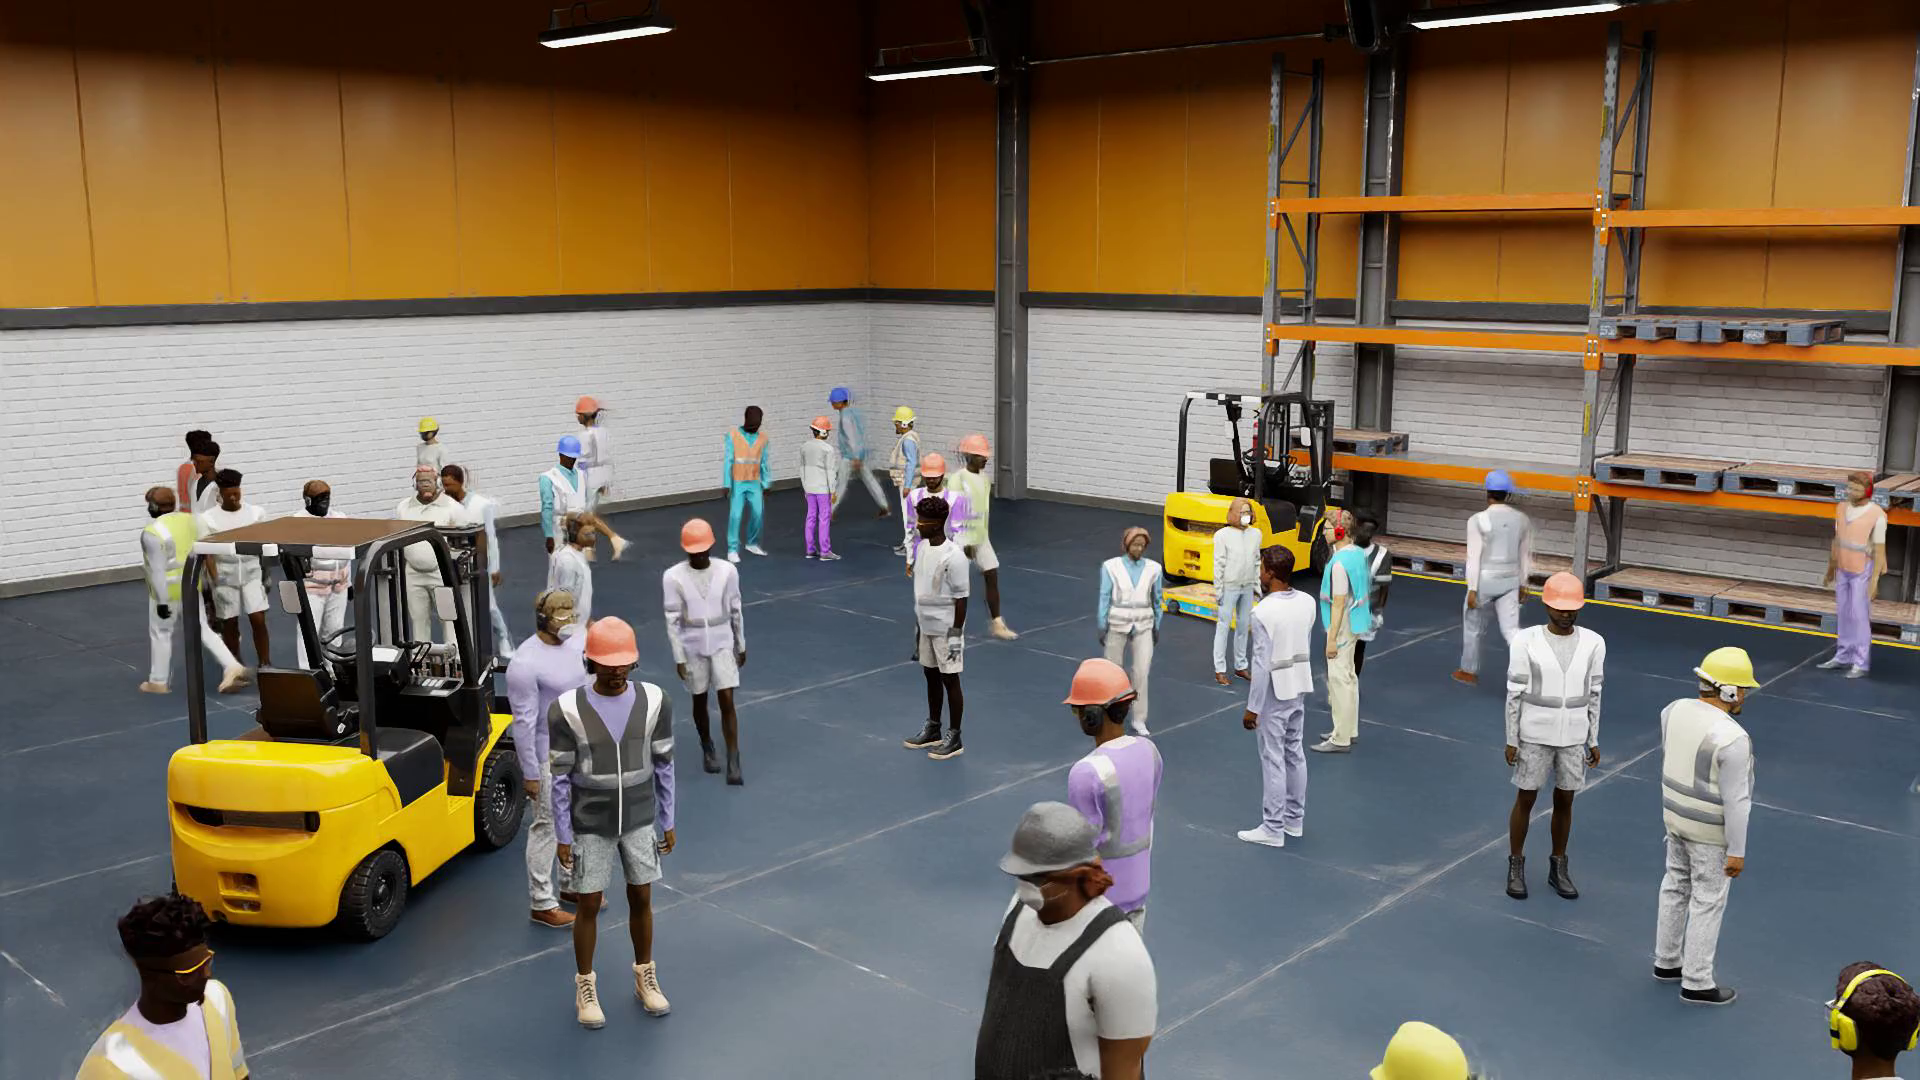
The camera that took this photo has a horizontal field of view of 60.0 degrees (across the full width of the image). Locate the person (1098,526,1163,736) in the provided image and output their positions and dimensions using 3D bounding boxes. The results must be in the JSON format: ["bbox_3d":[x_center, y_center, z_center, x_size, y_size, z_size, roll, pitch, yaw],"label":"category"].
[{"bbox_3d":[1.327,0.682,13.064,0.537,1.613,0.658,-1,10,-6],"label":"person"}]

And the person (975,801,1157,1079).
[{"bbox_3d":[0.305,1.813,5.424,0.542,2.000,0.690,-6,12,-31],"label":"person"}]

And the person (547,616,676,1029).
[{"bbox_3d":[-1.663,1.359,8.048,0.603,2.034,0.417,-5,11,-25],"label":"person"}]

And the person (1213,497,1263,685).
[{"bbox_3d":[2.408,0.436,14.427,0.497,1.632,0.289,-5,11,-27],"label":"person"}]

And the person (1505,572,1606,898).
[{"bbox_3d":[3.434,1.130,9.606,0.550,1.935,0.376,0,10,2],"label":"person"}]

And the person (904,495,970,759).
[{"bbox_3d":[-0.159,0.636,12.339,0.372,1.963,0.608,-6,12,-31],"label":"person"}]

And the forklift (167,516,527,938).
[{"bbox_3d":[-3.583,0.976,9.748,1.214,2.155,2.313,2,10,11],"label":"forklift"}]

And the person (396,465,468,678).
[{"bbox_3d":[-4.596,0.297,14.420,0.651,1.913,0.410,1,10,5],"label":"person"}]

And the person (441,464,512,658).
[{"bbox_3d":[-4.402,0.201,15.120,0.611,1.873,0.723,2,10,13],"label":"person"}]

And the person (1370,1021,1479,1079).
[{"bbox_3d":[1.282,2.136,4.515,0.940,1.710,0.528,7,12,36],"label":"person"}]

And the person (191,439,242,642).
[{"bbox_3d":[-7.128,0.017,15.860,0.607,1.967,0.367,6,12,33],"label":"person"}]

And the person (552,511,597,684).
[{"bbox_3d":[-2.832,0.673,12.552,0.573,1.814,0.529,-2,10,-10],"label":"person"}]

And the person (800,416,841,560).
[{"bbox_3d":[-1.682,-0.634,20.174,0.572,1.747,0.343,9,14,43],"label":"person"}]

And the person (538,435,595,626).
[{"bbox_3d":[-3.871,-0.070,16.438,0.401,1.938,0.602,6,12,32],"label":"person"}]

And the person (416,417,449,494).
[{"bbox_3d":[-6.347,-0.608,20.019,0.526,1.760,0.361,6,12,30],"label":"person"}]

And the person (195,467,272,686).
[{"bbox_3d":[-6.124,0.342,14.133,0.602,1.921,0.766,-7,12,-35],"label":"person"}]

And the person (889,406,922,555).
[{"bbox_3d":[-0.671,-0.730,20.493,0.404,1.830,0.602,0,10,-2],"label":"person"}]

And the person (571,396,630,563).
[{"bbox_3d":[-4.322,-0.697,19.771,0.755,2.025,0.616,2,10,11],"label":"person"}]

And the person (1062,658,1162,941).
[{"bbox_3d":[0.612,1.510,7.183,0.411,2.033,0.613,7,12,36],"label":"person"}]

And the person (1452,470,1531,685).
[{"bbox_3d":[4.570,0.366,14.057,0.613,1.913,0.943,-3,10,-15],"label":"person"}]

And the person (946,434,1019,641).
[{"bbox_3d":[0.097,-0.039,16.108,0.996,2.000,0.621,9,13,41],"label":"person"}]

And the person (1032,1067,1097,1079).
[{"bbox_3d":[0.345,2.187,4.378,0.851,1.663,0.536,6,12,32],"label":"person"}]

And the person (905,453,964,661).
[{"bbox_3d":[-0.239,0.163,15.143,0.545,1.929,0.389,3,10,16],"label":"person"}]

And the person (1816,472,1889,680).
[{"bbox_3d":[7.880,0.307,14.620,0.417,1.823,0.628,-1,10,-7],"label":"person"}]

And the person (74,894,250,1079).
[{"bbox_3d":[-2.343,1.956,4.978,1.001,1.917,0.626,1,10,4],"label":"person"}]

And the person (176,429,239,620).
[{"bbox_3d":[-7.679,-0.153,16.840,0.651,1.962,0.387,9,13,42],"label":"person"}]

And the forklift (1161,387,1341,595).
[{"bbox_3d":[3.298,-0.608,18.767,1.214,2.155,2.313,9,13,42],"label":"forklift"}]

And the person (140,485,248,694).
[{"bbox_3d":[-6.525,0.429,14.021,0.925,1.803,0.634,3,10,17],"label":"person"}]

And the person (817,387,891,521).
[{"bbox_3d":[-1.460,-1.175,22.966,1.090,1.872,0.664,1,10,6],"label":"person"}]

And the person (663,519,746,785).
[{"bbox_3d":[-1.774,0.787,11.681,0.569,1.891,0.897,-3,10,-14],"label":"person"}]

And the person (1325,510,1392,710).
[{"bbox_3d":[3.232,0.564,13.583,0.548,1.659,0.698,3,10,16],"label":"person"}]

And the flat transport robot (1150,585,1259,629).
[{"bbox_3d":[2.637,0.661,17.017,0.652,0.197,1.431,-7,12,-35],"label":"flat transport robot"}]

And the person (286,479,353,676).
[{"bbox_3d":[-5.375,0.402,14.025,0.429,1.843,0.627,6,12,32],"label":"person"}]

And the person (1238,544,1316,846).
[{"bbox_3d":[2.016,0.981,10.507,0.587,1.920,0.395,-10,14,-44],"label":"person"}]

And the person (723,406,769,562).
[{"bbox_3d":[-2.643,-0.687,20.162,0.666,1.878,0.429,-9,13,-40],"label":"person"}]

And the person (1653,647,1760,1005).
[{"bbox_3d":[3.726,1.421,8.301,0.403,1.817,0.601,-2,10,-11],"label":"person"}]

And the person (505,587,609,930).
[{"bbox_3d":[-2.248,1.202,9.245,0.377,1.927,0.635,4,11,20],"label":"person"}]

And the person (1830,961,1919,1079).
[{"bbox_3d":[2.426,2.060,4.540,0.510,1.861,0.323,-2,10,-11],"label":"person"}]

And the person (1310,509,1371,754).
[{"bbox_3d":[2.876,0.680,12.457,0.377,1.835,0.567,4,11,23],"label":"person"}]
